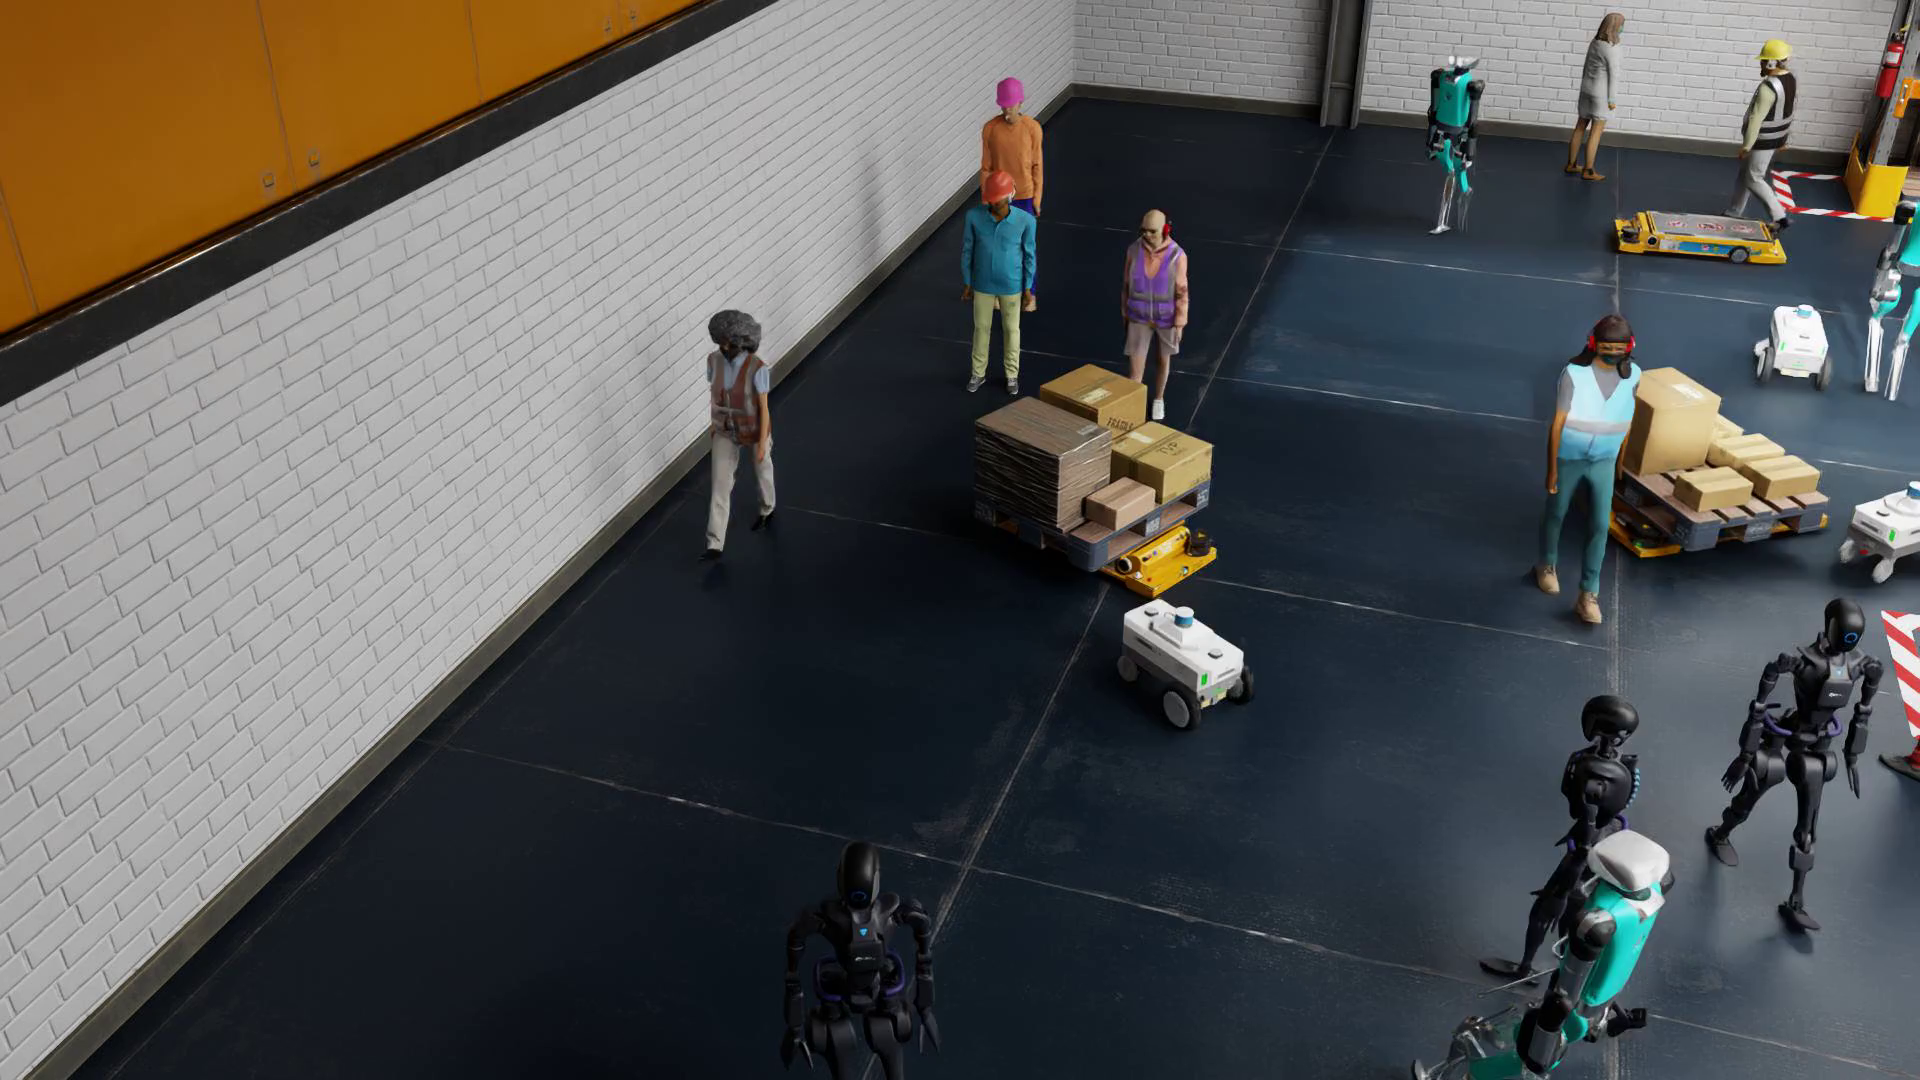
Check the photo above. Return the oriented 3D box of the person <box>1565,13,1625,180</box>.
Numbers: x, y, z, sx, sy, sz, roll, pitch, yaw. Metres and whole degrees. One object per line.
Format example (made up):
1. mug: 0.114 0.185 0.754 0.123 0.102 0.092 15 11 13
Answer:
1. person: 6.510 -4.521 16.941 0.341 1.658 0.486 -9 32 -15

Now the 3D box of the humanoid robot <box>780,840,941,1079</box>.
1. humanoid robot: -0.373 1.776 6.212 0.614 1.643 0.338 -6 31 -9

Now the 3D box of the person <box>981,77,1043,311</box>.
1. person: 0.427 -2.866 13.824 0.520 1.972 0.405 4 31 6

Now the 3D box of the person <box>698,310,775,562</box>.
1. person: -1.401 -0.663 10.386 0.456 1.628 0.890 9 32 15

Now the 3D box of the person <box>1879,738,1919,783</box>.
1. person: 5.087 0.435 8.407 0.526 1.767 0.328 -11 32 -18

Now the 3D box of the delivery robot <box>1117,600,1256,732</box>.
1. delivery robot: 1.244 0.668 9.225 0.499 0.614 0.804 -21 36 -31

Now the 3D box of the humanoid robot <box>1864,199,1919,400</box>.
1. humanoid robot: 7.033 -1.848 12.391 0.544 1.865 0.706 10 32 17

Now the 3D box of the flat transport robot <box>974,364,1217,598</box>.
1. flat transport robot: 0.887 -0.077 10.756 1.431 0.231 0.659 26 39 37

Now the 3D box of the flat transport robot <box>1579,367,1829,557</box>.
1. flat transport robot: 4.909 -0.208 10.979 1.431 0.231 0.659 -9 32 -14

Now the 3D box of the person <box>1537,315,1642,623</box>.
1. person: 3.694 -0.395 9.748 0.514 1.837 0.843 2 31 3

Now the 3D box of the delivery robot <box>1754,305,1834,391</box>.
1. delivery robot: 6.496 -1.526 12.935 0.525 0.590 0.762 10 32 16

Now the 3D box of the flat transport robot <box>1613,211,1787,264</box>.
1. flat transport robot: 6.839 -2.803 15.394 1.431 0.231 0.659 7 31 13

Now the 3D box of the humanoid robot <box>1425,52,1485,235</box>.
1. humanoid robot: 4.654 -3.598 15.409 0.752 1.897 0.552 -22 37 -33

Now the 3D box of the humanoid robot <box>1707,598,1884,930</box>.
1. humanoid robot: 3.839 0.975 7.613 0.600 1.623 0.770 0 30 1

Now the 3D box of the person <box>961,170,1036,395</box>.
1. person: 0.278 -1.924 12.440 0.560 1.743 0.334 6 31 10

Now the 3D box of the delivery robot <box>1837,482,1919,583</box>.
1. delivery robot: 5.976 -0.079 10.495 0.814 0.612 0.499 -13 33 -21

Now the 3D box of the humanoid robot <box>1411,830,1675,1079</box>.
1. humanoid robot: 2.069 1.709 6.317 0.553 1.804 0.922 -24 38 -35

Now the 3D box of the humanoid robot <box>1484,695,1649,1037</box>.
1. humanoid robot: 2.669 1.360 6.972 0.706 1.653 0.609 15 34 24

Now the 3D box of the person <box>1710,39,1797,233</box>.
1. person: 7.544 -3.715 15.448 0.746 1.795 0.602 23 38 34

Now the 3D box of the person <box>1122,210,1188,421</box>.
1. person: 1.369 -1.524 11.851 0.496 1.652 0.846 7 31 12
